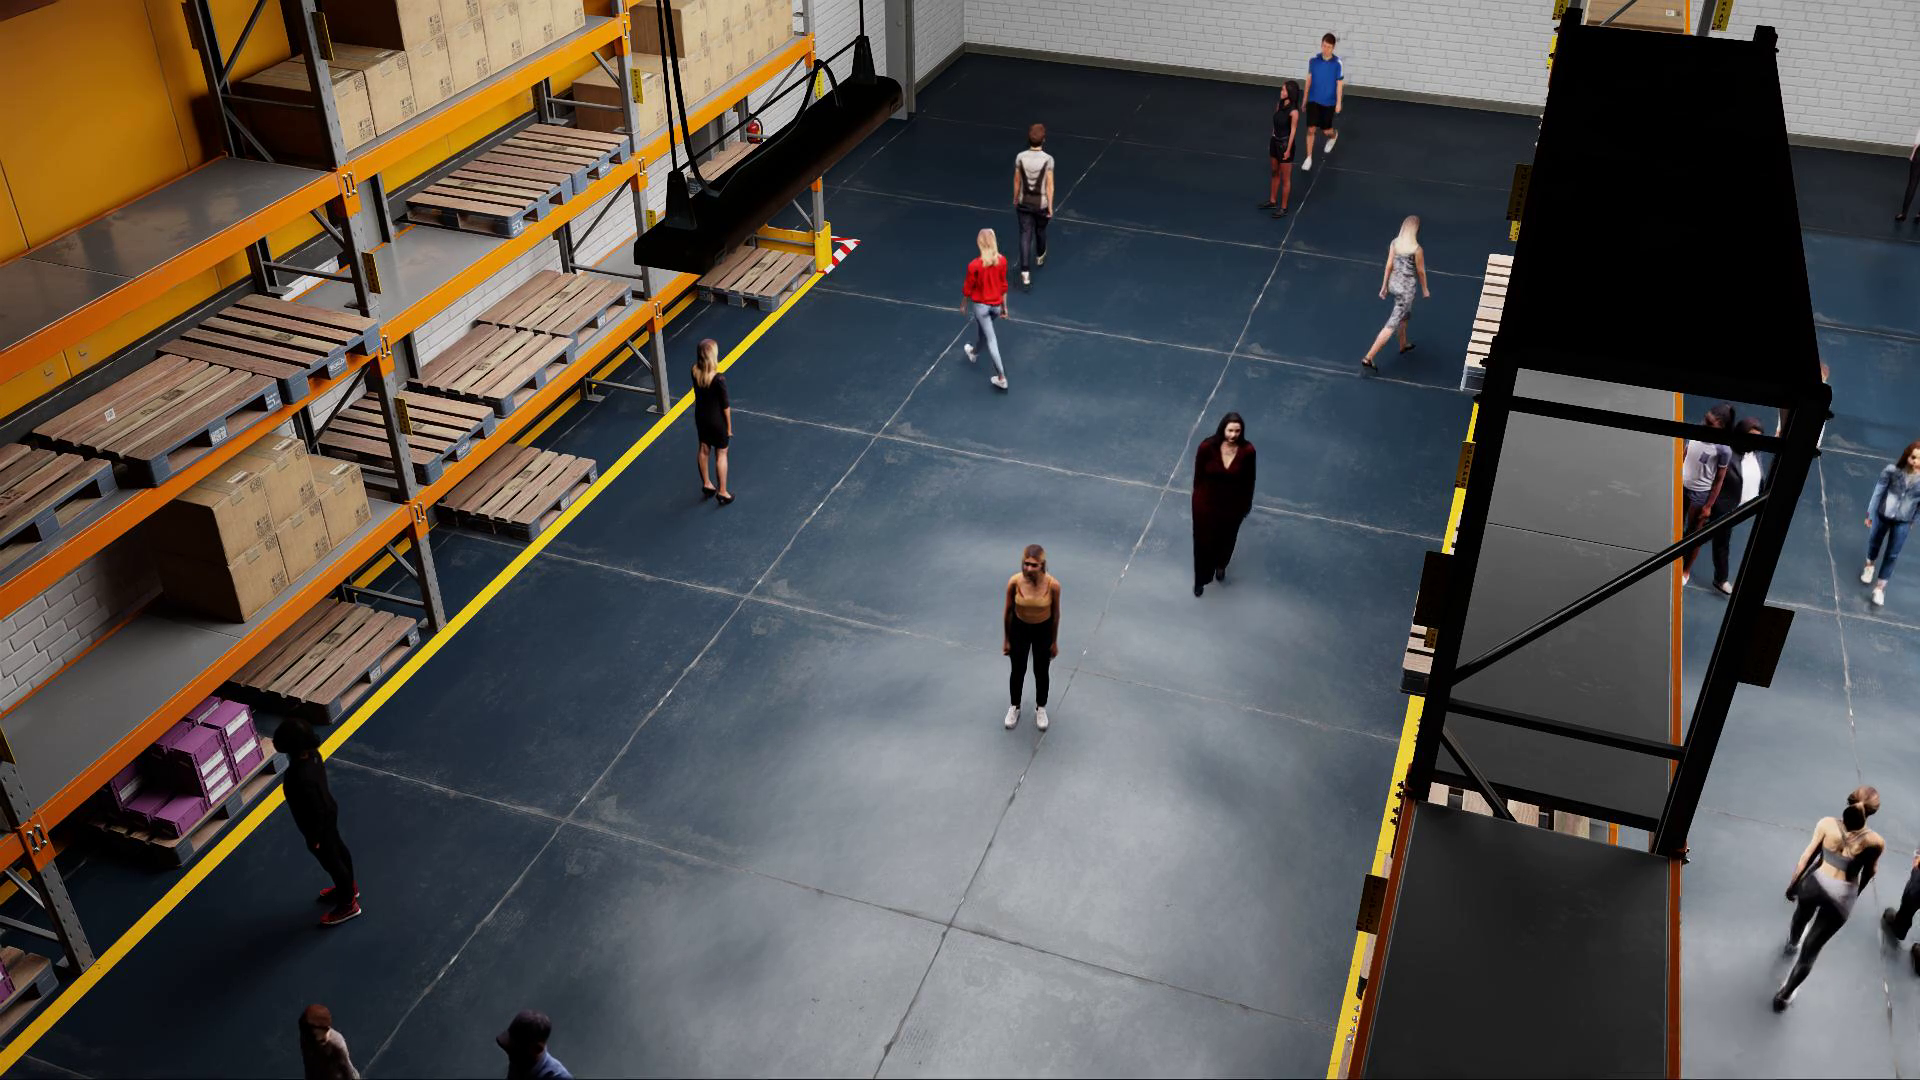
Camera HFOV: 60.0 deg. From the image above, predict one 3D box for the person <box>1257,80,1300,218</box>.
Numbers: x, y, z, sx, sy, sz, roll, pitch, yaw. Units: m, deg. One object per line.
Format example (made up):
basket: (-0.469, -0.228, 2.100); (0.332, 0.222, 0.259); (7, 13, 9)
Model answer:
person: (4.122, -5.005, 21.239); (0.734, 1.740, 0.664); (-13, 36, -19)

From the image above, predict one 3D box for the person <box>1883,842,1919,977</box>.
person: (6.346, 2.083, 10.566); (0.757, 1.750, 0.667); (11, 35, 17)

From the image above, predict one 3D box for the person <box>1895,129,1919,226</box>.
person: (12.221, -4.844, 20.979); (0.617, 1.759, 0.521); (8, 34, 11)

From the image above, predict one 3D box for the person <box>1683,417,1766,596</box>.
person: (6.619, -0.383, 14.435); (1.085, 1.574, 1.168); (-13, 36, -18)

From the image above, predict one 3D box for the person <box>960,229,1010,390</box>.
person: (0.323, -2.363, 17.354); (1.153, 1.640, 1.172); (-18, 38, -25)

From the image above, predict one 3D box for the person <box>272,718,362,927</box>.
person: (-4.243, 1.836, 11.006); (0.736, 1.675, 0.643); (-8, 34, -12)

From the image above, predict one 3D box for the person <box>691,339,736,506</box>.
person: (-2.309, -1.099, 15.422); (0.585, 1.674, 0.557); (20, 38, 27)

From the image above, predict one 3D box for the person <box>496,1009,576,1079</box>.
person: (-2.188, 3.161, 8.821); (0.730, 1.887, 0.710); (27, 42, 35)

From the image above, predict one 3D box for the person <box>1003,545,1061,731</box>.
person: (0.547, 0.730, 12.711); (0.622, 1.629, 0.585); (4, 34, 5)

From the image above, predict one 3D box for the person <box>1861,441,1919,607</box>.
person: (8.028, -0.232, 14.316); (0.636, 1.453, 0.913); (17, 37, 24)

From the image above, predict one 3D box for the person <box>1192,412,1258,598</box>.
person: (2.246, -0.385, 14.293); (0.758, 1.734, 0.821); (4, 34, 6)

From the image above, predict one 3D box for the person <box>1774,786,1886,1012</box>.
person: (5.370, 2.272, 10.351); (0.787, 1.673, 1.065); (25, 41, 33)

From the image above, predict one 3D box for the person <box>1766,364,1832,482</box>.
person: (7.761, -0.981, 15.372); (0.570, 1.533, 0.823); (14, 36, 19)

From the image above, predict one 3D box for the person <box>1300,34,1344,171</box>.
person: (4.963, -5.998, 22.639); (0.777, 1.843, 1.072); (17, 37, 24)

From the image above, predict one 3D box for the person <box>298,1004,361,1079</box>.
person: (-3.590, 3.063, 9.600); (0.500, 1.187, 0.668); (13, 36, 18)

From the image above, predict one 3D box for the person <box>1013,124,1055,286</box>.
person: (0.843, -3.888, 19.459); (0.810, 1.850, 1.274); (6, 34, 9)

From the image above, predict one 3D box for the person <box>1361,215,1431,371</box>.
person: (4.617, -2.582, 17.666); (1.190, 1.659, 1.048); (-19, 38, -26)
